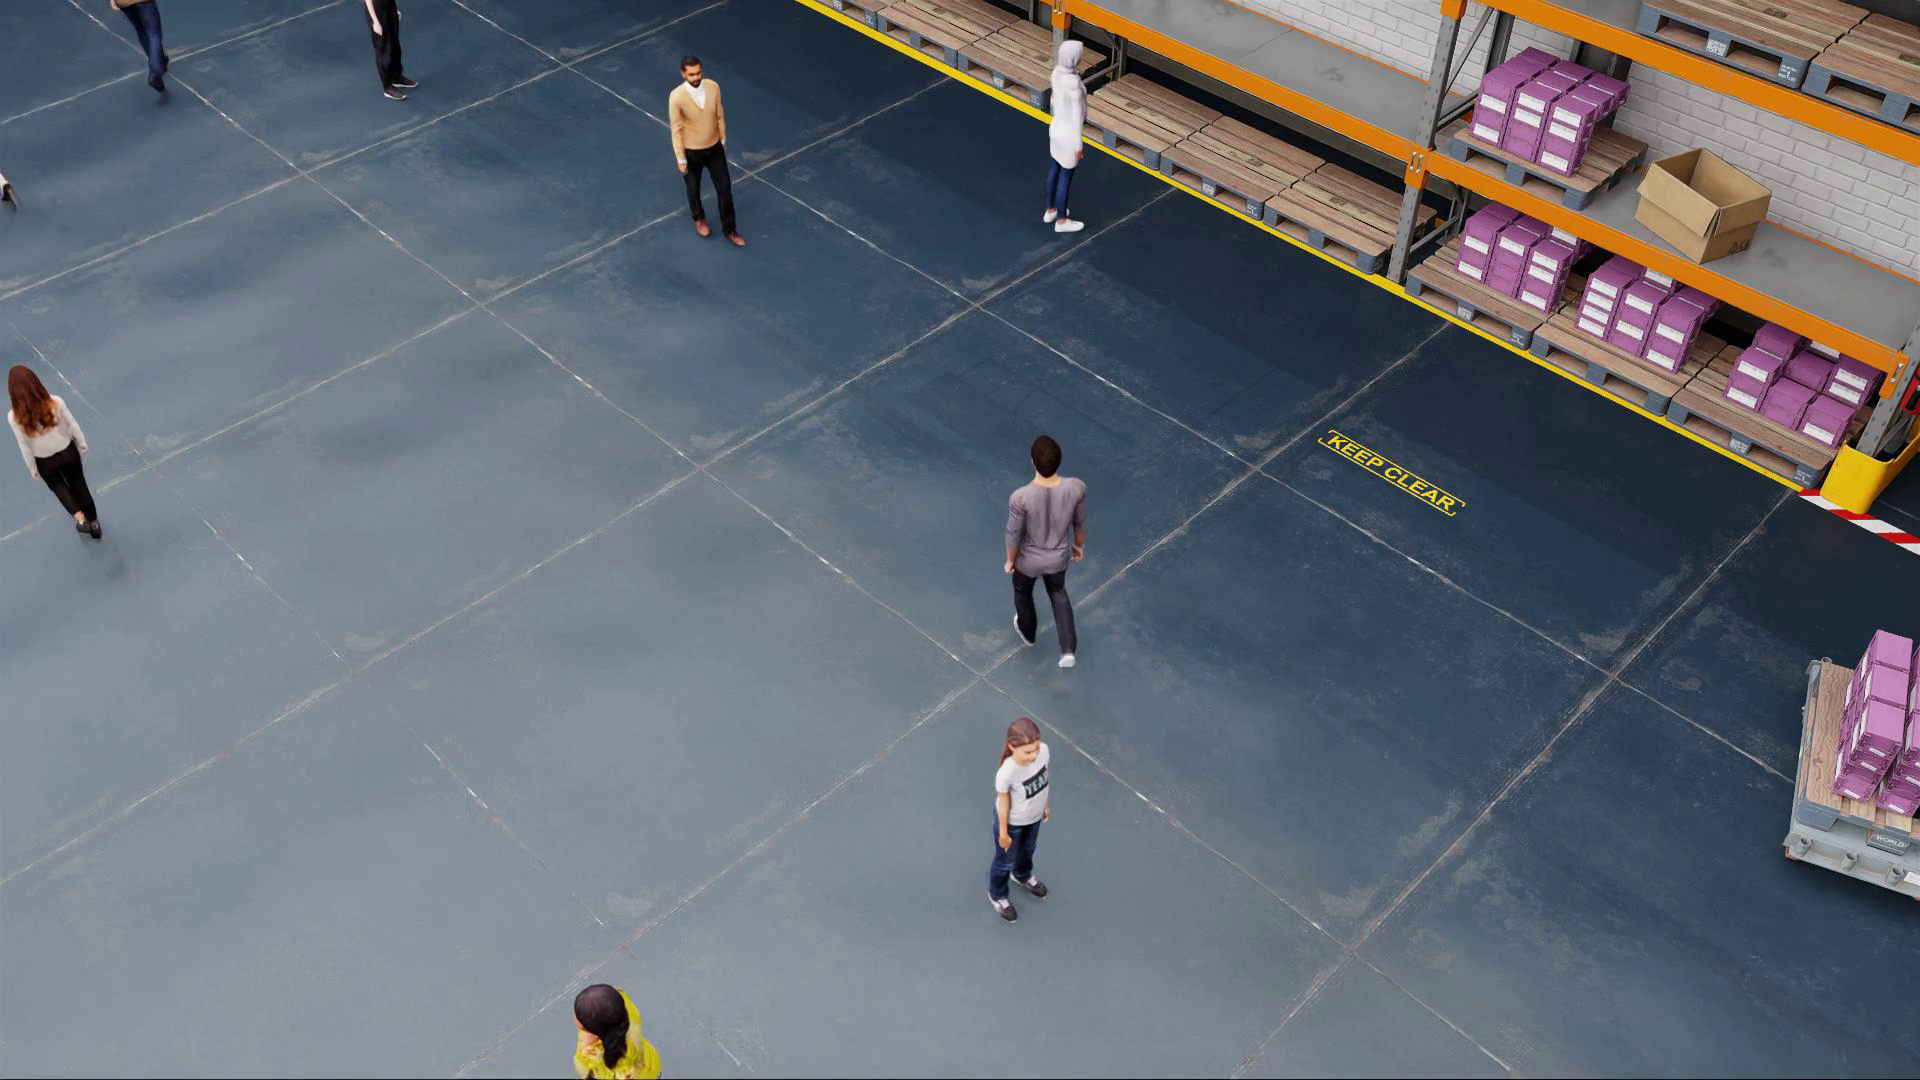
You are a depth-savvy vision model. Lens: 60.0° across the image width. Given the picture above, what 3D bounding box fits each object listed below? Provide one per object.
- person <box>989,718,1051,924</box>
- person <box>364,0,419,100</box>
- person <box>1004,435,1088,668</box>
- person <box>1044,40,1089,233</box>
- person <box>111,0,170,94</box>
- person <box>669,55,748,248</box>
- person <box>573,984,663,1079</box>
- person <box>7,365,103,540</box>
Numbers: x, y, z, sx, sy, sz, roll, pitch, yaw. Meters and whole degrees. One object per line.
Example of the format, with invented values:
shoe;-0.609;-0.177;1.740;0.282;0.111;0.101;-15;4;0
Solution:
person;0.336;1.536;9.372;0.533;1.562;0.506;-33;52;-30
person;-5.694;-5.206;16.316;0.660;1.746;0.655;10;45;11
person;0.549;0.126;10.657;0.946;1.832;1.075;-12;45;-12
person;0.914;-3.530;14.536;0.749;1.775;0.606;-16;46;-16
person;-8.129;-5.321;16.355;1.110;1.859;1.240;-5;44;-5
person;-2.285;-3.435;14.467;0.831;1.733;1.013;-22;48;-21
person;-1.559;2.660;8.133;0.994;1.644;0.917;-4;44;-5
person;-6.300;-0.555;11.630;0.586;1.475;0.543;-28;50;-26
